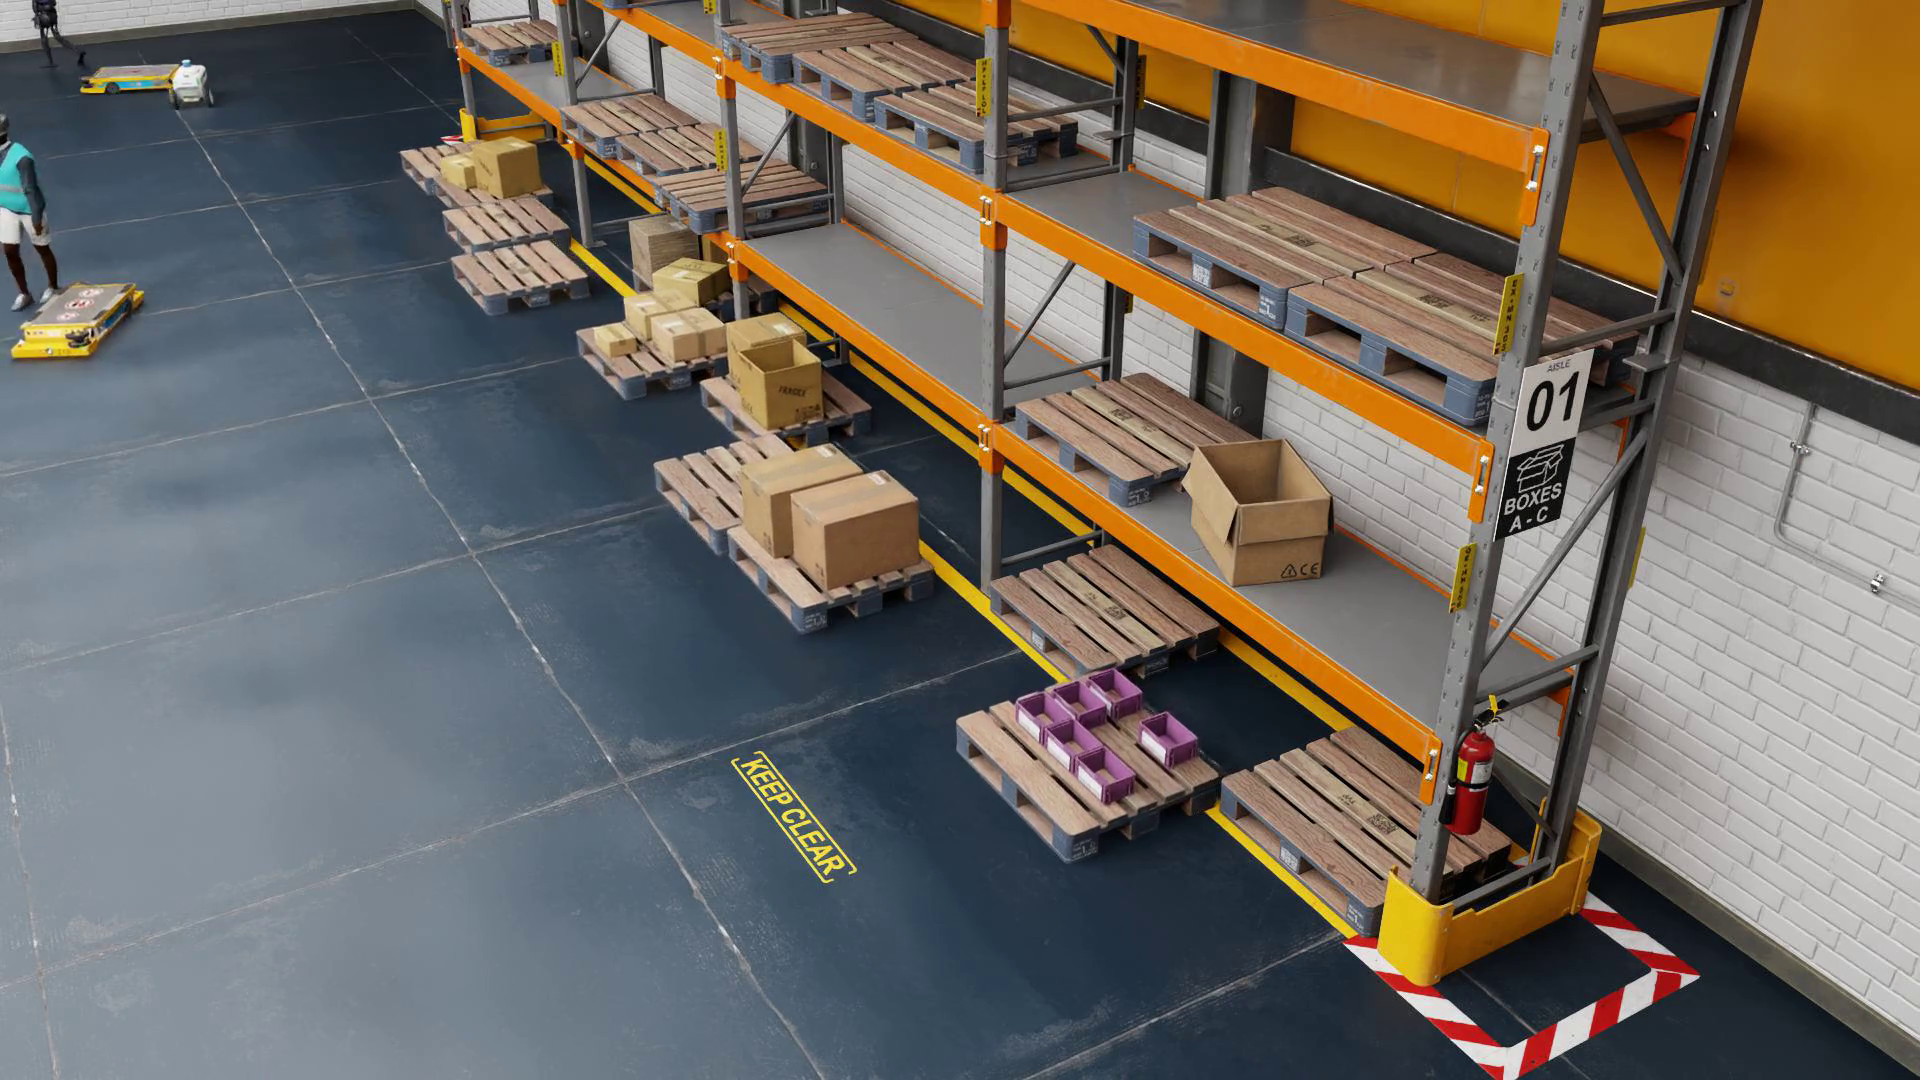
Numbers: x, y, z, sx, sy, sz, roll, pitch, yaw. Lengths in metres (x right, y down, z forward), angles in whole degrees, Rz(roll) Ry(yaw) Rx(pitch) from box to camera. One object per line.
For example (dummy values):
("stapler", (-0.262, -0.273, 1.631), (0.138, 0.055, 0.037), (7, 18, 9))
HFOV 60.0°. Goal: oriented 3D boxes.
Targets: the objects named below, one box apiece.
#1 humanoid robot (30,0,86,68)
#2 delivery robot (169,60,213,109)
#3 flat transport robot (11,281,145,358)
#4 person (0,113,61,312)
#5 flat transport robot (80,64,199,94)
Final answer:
("humanoid robot", (-12.851, -7.485, 23.448), (0.658, 1.634, 0.609), (-5, 30, -9))
("delivery robot", (-10.165, -6.034, 21.981), (0.499, 0.581, 0.774), (-8, 30, -13))
("flat transport robot", (-8.053, -2.029, 15.213), (0.659, 0.231, 1.431), (-2, 30, -4))
("person", (-8.687, -3.034, 15.344), (0.547, 1.891, 0.682), (3, 30, 6))
("flat transport robot", (-11.207, -6.314, 22.778), (1.431, 0.231, 0.659), (-5, 30, -10))
